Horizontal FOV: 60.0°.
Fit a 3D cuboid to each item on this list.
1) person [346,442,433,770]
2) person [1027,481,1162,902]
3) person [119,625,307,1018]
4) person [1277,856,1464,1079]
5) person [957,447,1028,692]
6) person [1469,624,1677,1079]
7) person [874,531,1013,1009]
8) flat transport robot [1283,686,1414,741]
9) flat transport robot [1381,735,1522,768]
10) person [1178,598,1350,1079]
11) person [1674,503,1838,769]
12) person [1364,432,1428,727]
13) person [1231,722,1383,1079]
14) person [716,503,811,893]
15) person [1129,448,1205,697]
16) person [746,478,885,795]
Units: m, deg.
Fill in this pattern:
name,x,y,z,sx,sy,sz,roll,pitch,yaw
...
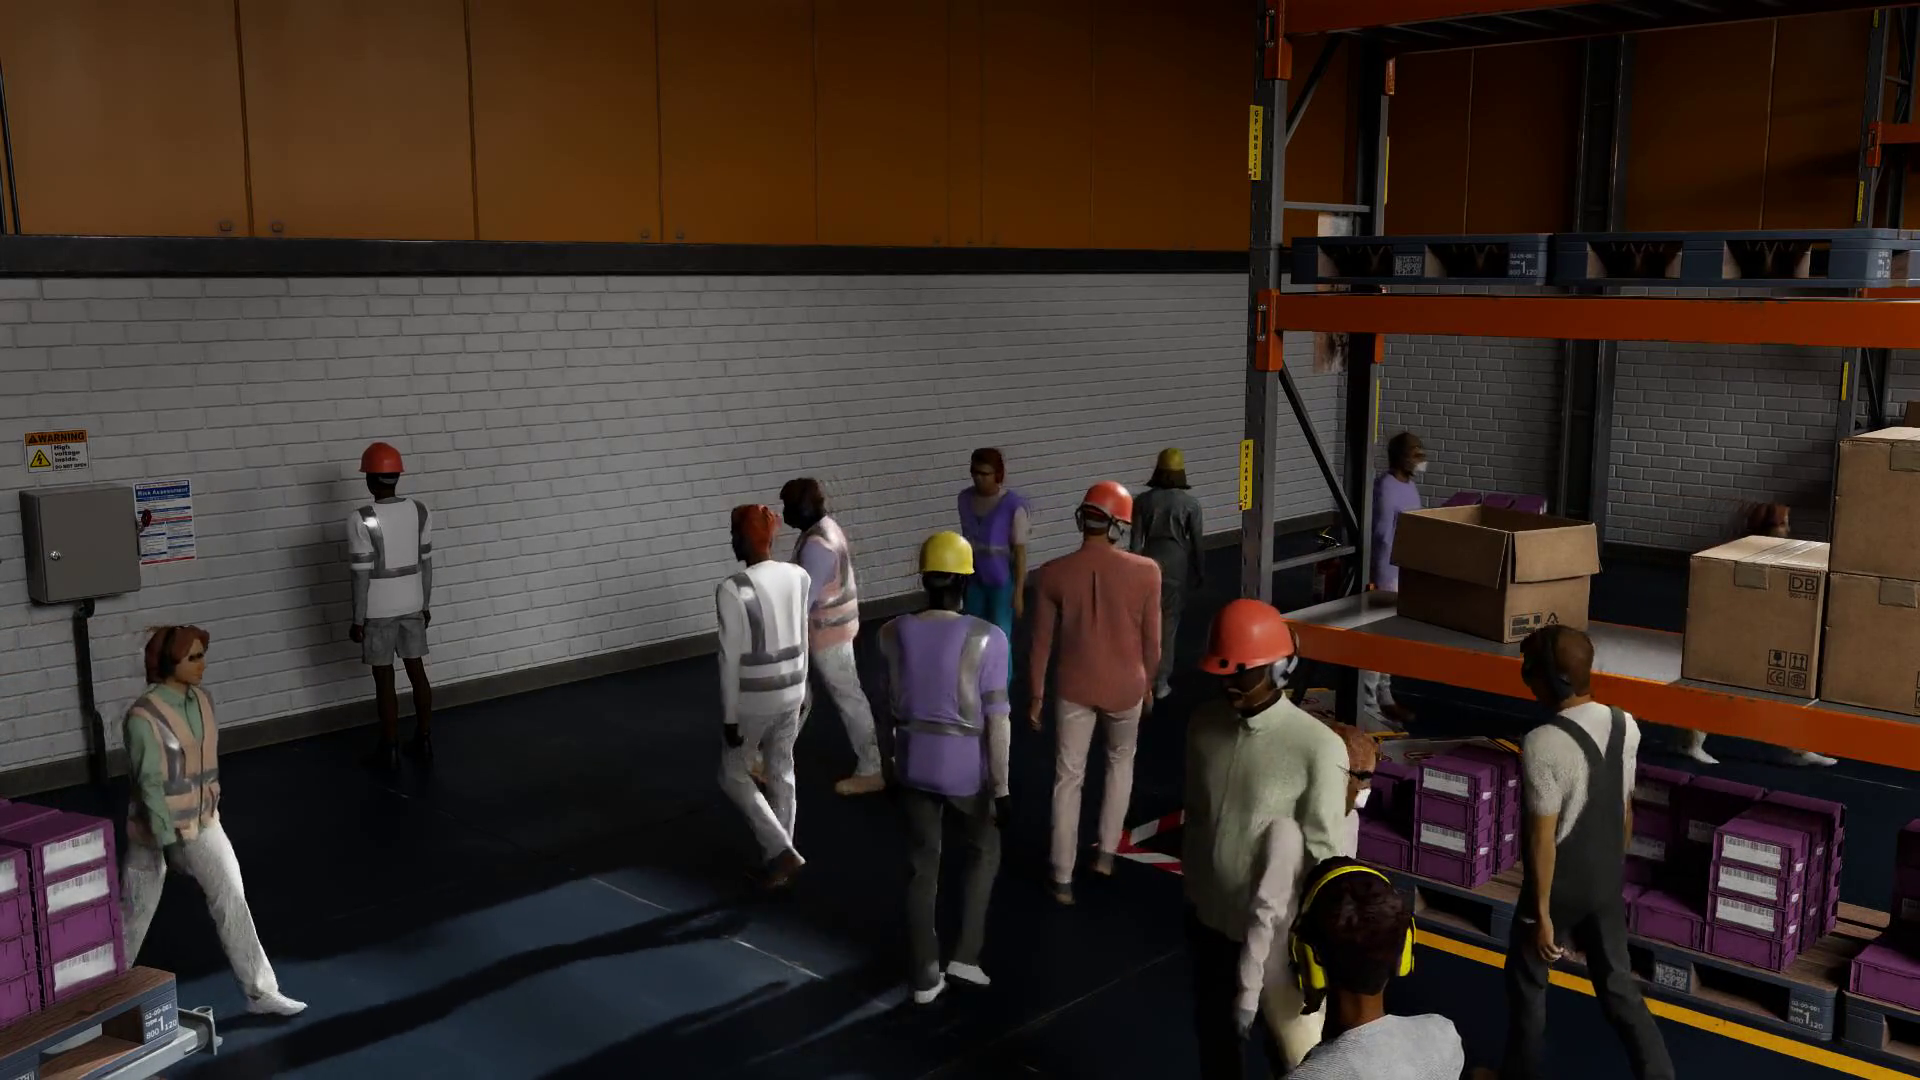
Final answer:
name,x,y,z,sx,sy,sz,roll,pitch,yaw
person,-3.376,0.389,9.843,0.359,1.938,0.545,7,11,36
person,0.635,0.703,7.884,0.641,1.950,0.656,1,9,6
person,-3.053,1.115,6.445,0.851,1.596,0.517,2,10,13
person,0.733,1.515,3.160,0.535,1.864,0.312,-7,12,-38
person,0.225,0.289,10.814,0.592,1.820,0.504,8,12,41
person,2.084,1.175,5.474,0.516,1.801,0.932,-4,10,-25
person,-0.064,0.921,6.669,0.620,1.902,0.488,4,10,22
flat transport robot,2.231,1.144,10.307,0.652,0.197,1.431,-2,9,-9
flat transport robot,2.677,1.301,9.347,1.431,0.197,0.652,-2,9,-10
person,0.888,1.147,5.047,0.402,1.982,0.646,-8,12,-40
person,4.691,0.573,9.778,0.879,1.590,0.542,5,11,30
person,2.767,0.267,10.664,0.406,1.925,0.630,5,11,29
person,1.030,1.333,5.017,0.377,1.613,0.550,7,12,38
person,-0.898,0.756,7.812,0.453,1.874,0.589,8,12,40
person,1.471,0.205,11.706,0.503,1.696,0.895,3,10,20
person,-0.863,0.549,9.311,0.954,1.785,0.649,-1,9,-4
